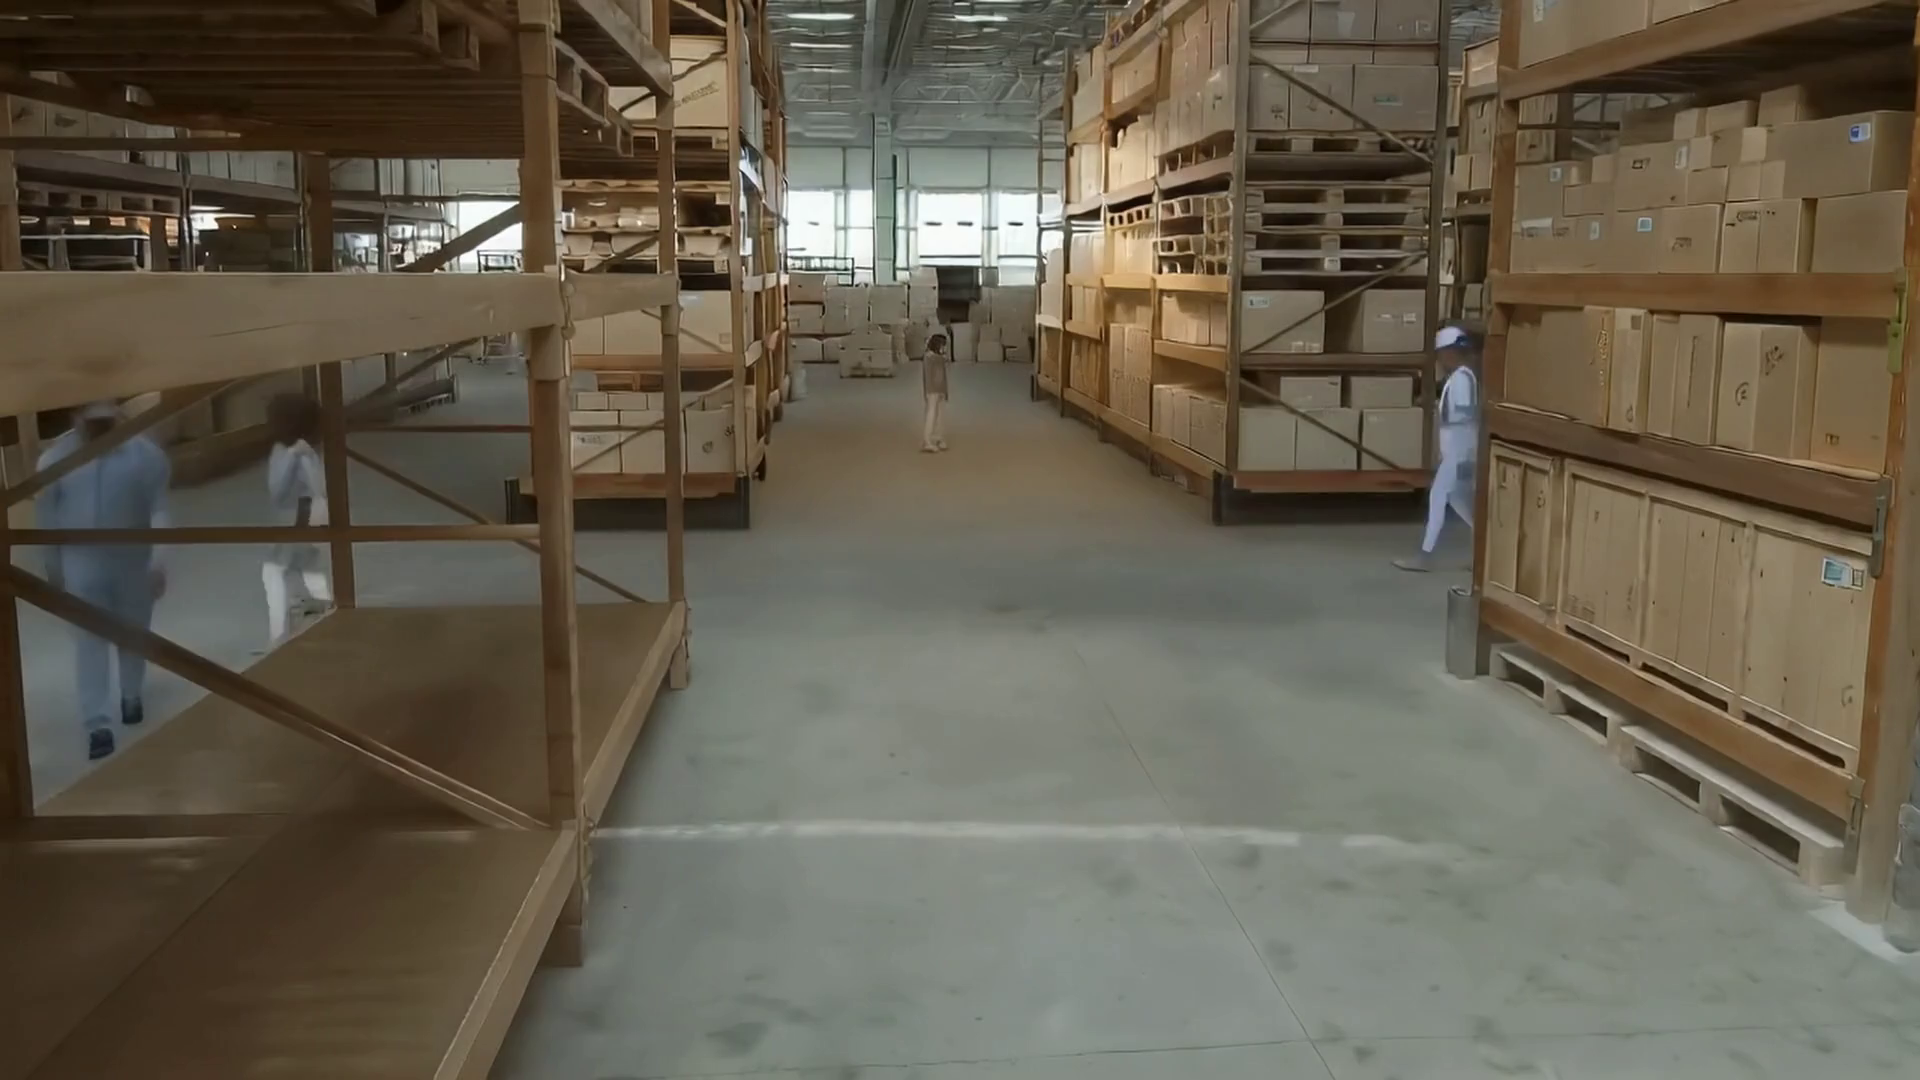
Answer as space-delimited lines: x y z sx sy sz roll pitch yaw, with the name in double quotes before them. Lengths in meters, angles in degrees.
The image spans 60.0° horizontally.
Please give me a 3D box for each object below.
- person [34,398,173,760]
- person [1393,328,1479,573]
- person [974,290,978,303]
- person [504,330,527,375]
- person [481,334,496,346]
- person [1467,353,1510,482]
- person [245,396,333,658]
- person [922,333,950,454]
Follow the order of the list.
"person" -4.375 0.133 8.561 0.630 1.852 1.033 -5 10 -30
"person" 4.010 -0.705 13.406 0.853 1.984 0.690 3 10 18
"person" 0.755 -8.923 65.210 0.564 1.897 0.885 -6 11 -31
"person" -10.740 -4.913 40.196 0.519 1.852 0.549 -5 10 -26
"person" -15.985 -7.428 56.138 0.625 1.789 0.944 4 10 25
"person" 6.061 -1.483 18.881 0.627 1.796 0.976 3 9 17
"person" -4.182 -0.058 10.304 0.652 1.654 0.573 -9 13 -43
"person" -0.329 -1.966 22.409 0.277 1.627 0.502 6 11 32
